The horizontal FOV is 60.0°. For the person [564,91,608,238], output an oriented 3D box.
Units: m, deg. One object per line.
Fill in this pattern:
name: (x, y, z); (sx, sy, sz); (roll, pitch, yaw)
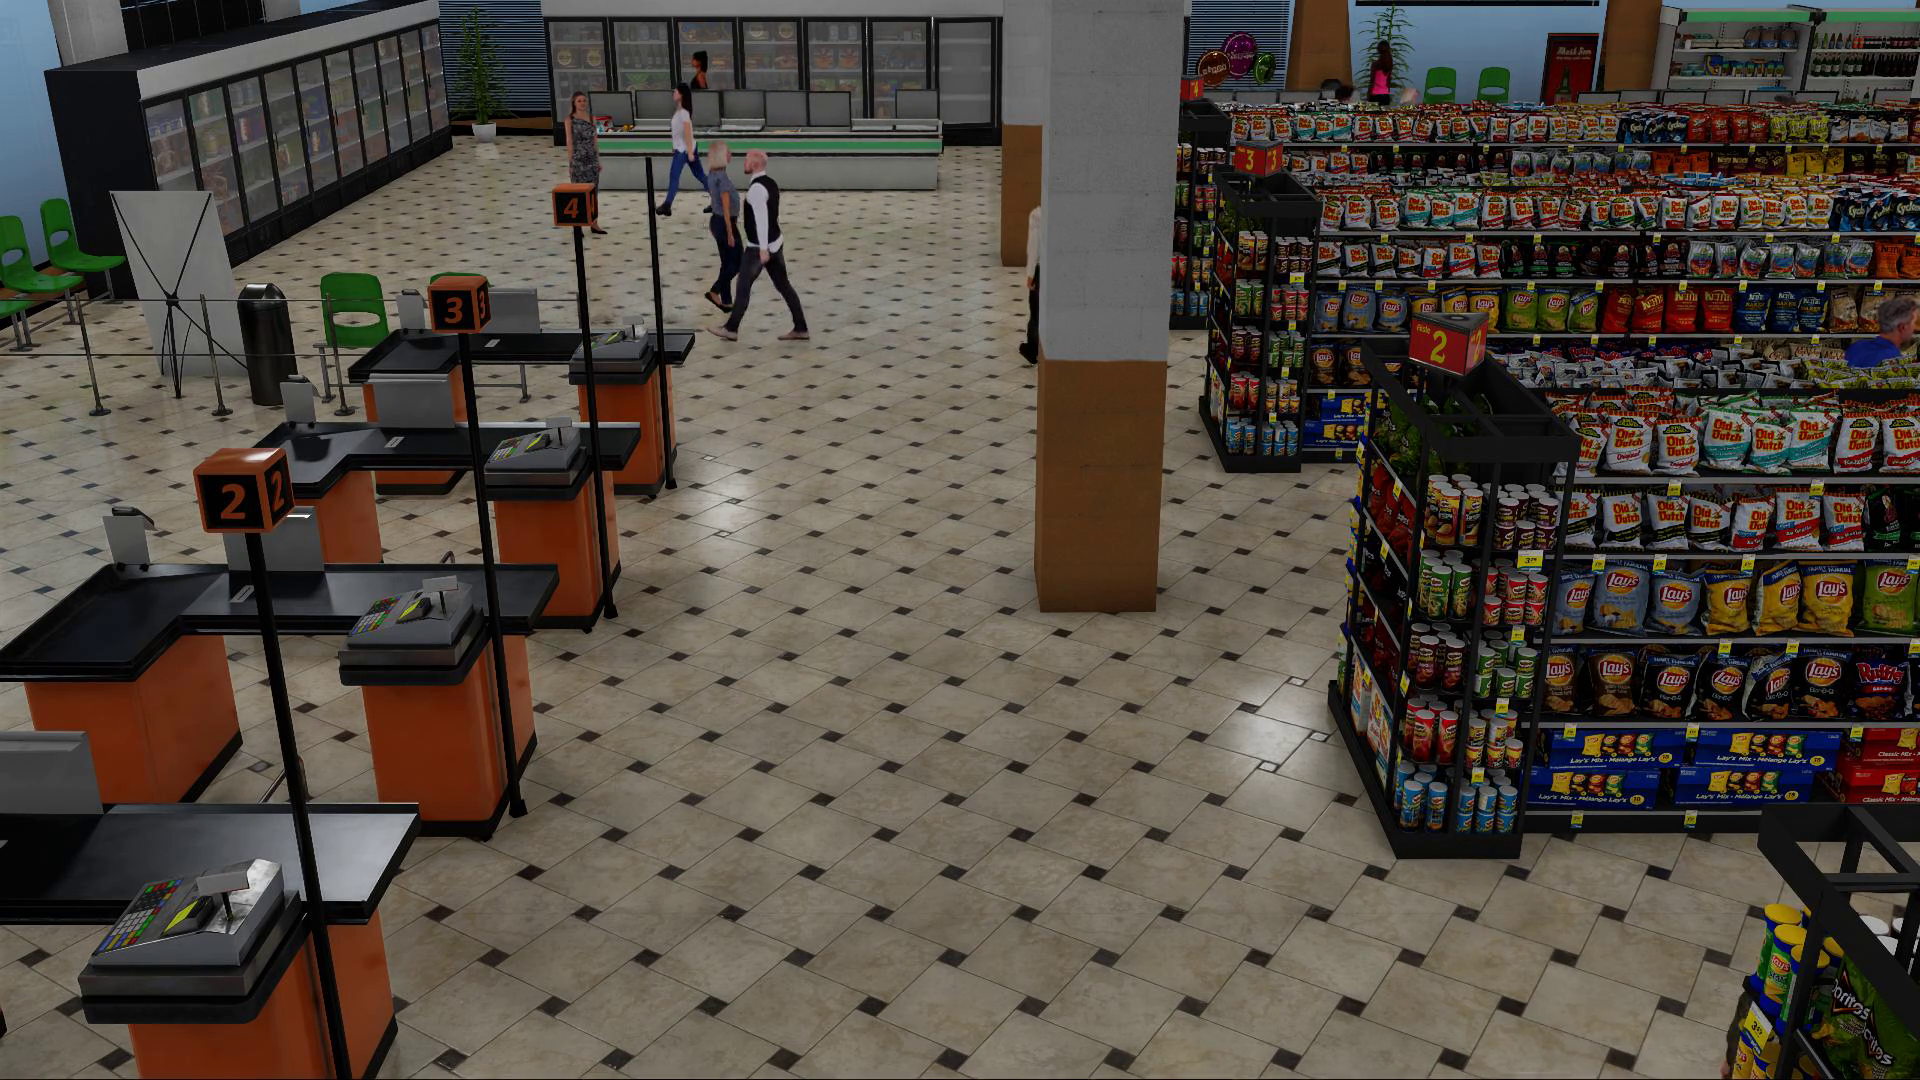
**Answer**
person: (-4.535, -4.536, 20.041); (0.617, 1.705, 0.701); (-16, 27, -35)

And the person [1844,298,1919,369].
person: (5.401, -0.554, 9.973); (0.532, 1.823, 0.716); (0, 22, 0)

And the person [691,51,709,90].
person: (-3.788, -6.490, 25.018); (1.113, 1.621, 0.706); (-3, 22, -8)

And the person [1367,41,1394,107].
person: (6.485, -6.830, 25.725); (0.596, 1.725, 0.695); (-8, 23, -20)

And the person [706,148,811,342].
person: (-1.711, -2.640, 15.231); (1.249, 1.774, 0.837); (3, 22, 8)

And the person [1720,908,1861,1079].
person: (2.490, 1.664, 4.940); (0.845, 1.460, 0.661); (-2, 22, -5)

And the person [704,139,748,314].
person: (-2.390, -3.058, 16.349); (0.791, 1.715, 0.725); (-9, 23, -21)

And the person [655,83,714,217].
person: (-3.351, -4.866, 20.950); (1.139, 1.640, 0.648); (-2, 22, -4)
